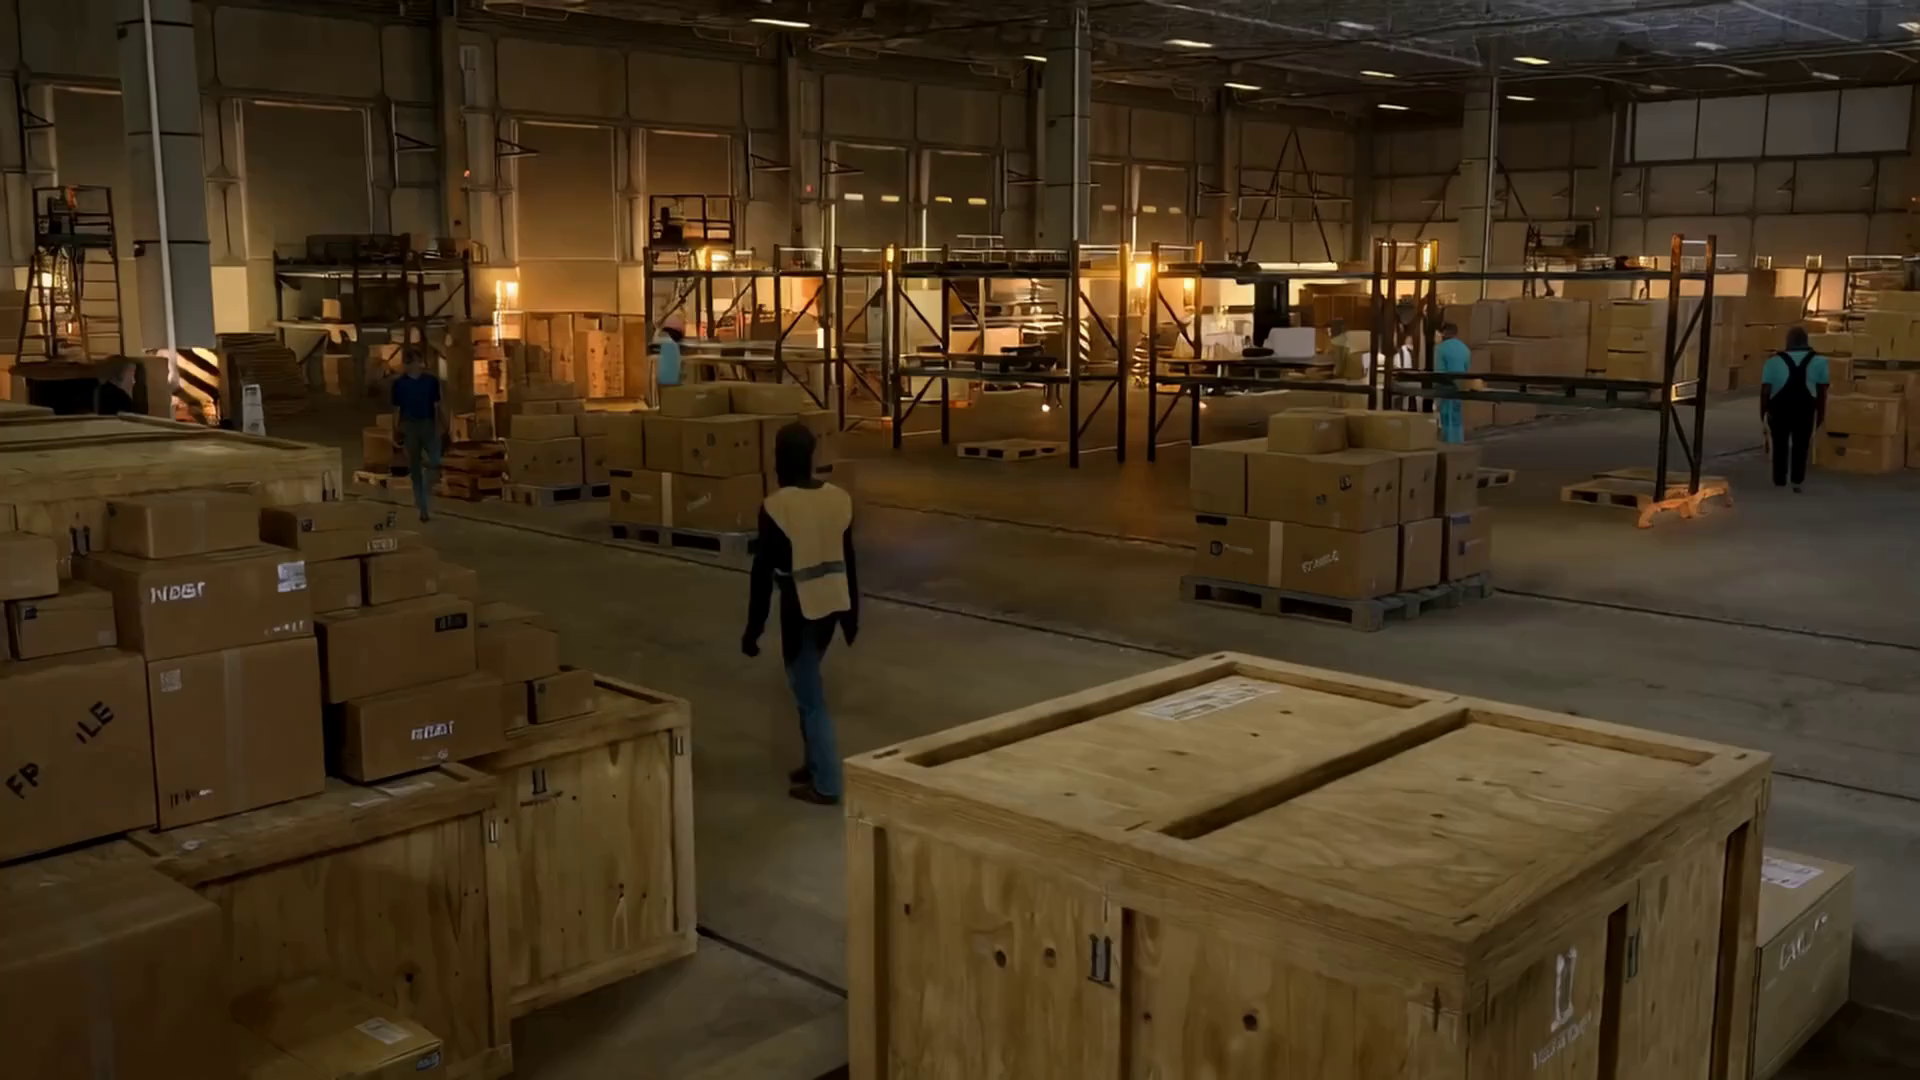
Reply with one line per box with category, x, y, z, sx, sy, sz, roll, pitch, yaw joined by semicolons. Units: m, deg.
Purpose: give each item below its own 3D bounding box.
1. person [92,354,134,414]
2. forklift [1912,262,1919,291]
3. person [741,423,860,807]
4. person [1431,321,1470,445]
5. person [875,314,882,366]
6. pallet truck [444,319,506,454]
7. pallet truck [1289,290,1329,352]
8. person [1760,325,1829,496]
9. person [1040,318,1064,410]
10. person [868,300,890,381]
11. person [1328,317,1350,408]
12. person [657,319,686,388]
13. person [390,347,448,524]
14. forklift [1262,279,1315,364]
person;-7.680;-0.755;15.234;1.041;1.878;0.646;-8;12;-40
forklift;22.950;-5.191;39.371;1.129;2.768;1.873;-1;9;-6
person;-0.809;0.372;8.262;0.605;1.897;0.605;6;11;32
person;6.818;-2.071;23.172;0.624;1.931;0.374;-5;11;-29
person;-2.155;-5.386;44.398;0.321;1.632;0.523;-1;9;-7
pallet truck;-6.981;-1.942;22.150;1.885;1.965;0.823;1;9;9
pallet truck;11.297;-6.951;52.861;1.885;1.965;0.823;-5;11;-29
person;9.848;-1.567;19.721;0.695;2.000;1.002;3;10;19
person;1.749;-3.318;31.394;0.485;1.736;0.321;-4;10;-25
person;-1.850;-4.581;38.548;0.569;1.924;0.496;3;10;18
person;5.806;-2.455;25.528;0.367;1.931;0.631;2;9;12
person;-4.373;-2.404;25.253;0.471;1.905;0.597;1;9;5
person;-5.675;-1.109;17.488;0.565;1.847;0.623;-5;11;-28
forklift;8.555;-6.090;44.881;1.873;2.768;1.129;9;13;43
